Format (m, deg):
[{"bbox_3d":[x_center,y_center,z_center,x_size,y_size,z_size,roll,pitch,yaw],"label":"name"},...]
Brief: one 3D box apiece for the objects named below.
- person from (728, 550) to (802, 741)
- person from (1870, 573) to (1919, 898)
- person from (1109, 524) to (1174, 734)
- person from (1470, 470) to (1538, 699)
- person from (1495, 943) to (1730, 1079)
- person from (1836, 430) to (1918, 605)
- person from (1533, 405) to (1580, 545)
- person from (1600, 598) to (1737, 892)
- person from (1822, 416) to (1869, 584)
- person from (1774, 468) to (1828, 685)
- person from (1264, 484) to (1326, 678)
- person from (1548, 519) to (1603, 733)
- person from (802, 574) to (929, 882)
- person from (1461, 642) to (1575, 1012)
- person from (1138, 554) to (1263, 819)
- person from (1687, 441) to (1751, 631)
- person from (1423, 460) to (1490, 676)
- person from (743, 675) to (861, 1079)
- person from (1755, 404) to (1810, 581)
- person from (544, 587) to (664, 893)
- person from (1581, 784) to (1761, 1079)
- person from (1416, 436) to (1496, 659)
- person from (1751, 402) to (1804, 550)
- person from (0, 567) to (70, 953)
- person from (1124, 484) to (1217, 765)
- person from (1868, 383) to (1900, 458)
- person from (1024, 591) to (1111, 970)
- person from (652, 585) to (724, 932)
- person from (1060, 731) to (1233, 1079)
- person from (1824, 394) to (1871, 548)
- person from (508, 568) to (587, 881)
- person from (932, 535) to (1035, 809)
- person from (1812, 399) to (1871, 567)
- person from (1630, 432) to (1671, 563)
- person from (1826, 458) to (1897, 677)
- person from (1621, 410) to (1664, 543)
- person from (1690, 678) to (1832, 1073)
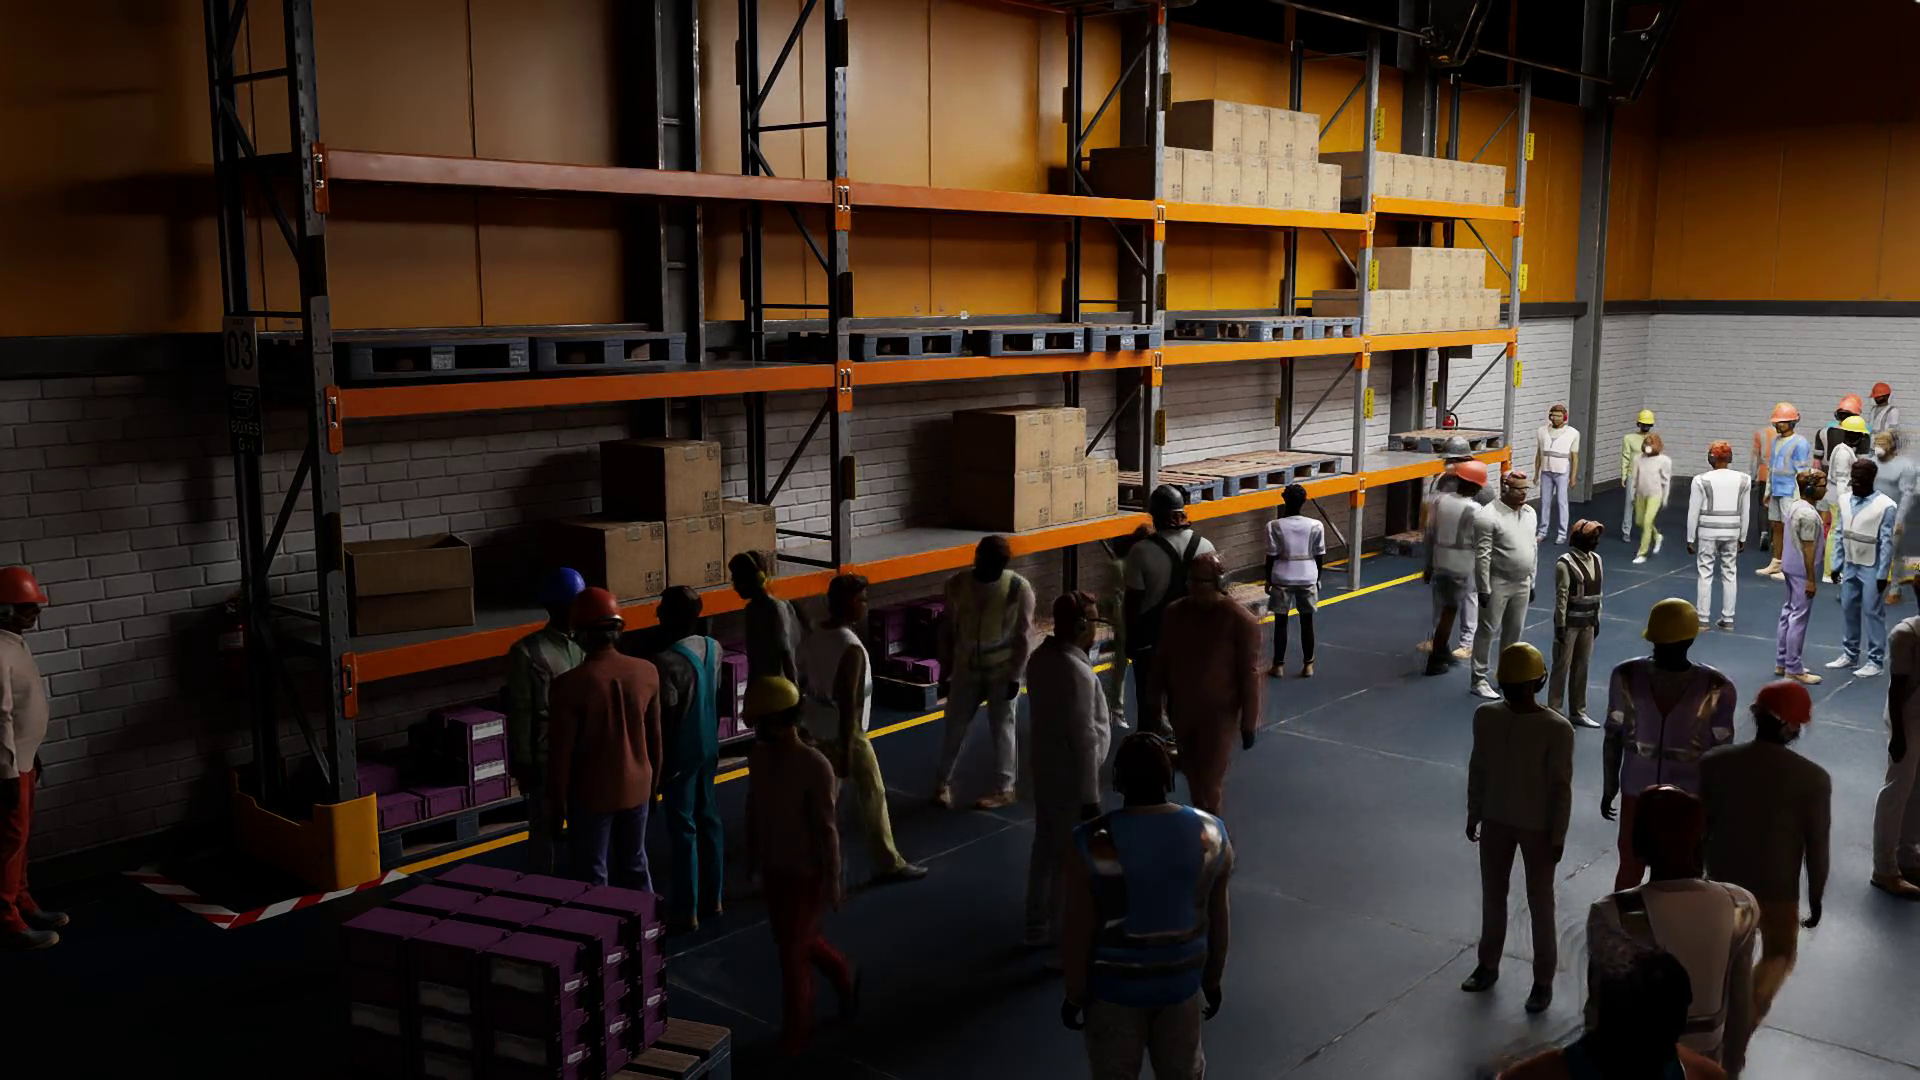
[{"bbox_3d":[-1.124,0.970,9.956,0.503,1.839,0.568,-5,10,-28],"label":"person"},{"bbox_3d":[5.384,1.066,9.330,0.507,1.847,0.343,-5,10,-30],"label":"person"},{"bbox_3d":[1.372,0.682,12.595,0.531,1.605,0.712,-4,10,-25],"label":"person"},{"bbox_3d":[4.518,0.362,13.720,0.643,1.899,0.397,-5,10,-27],"label":"person"},{"bbox_3d":[1.575,1.875,3.985,0.586,1.890,0.568,-2,9,-12],"label":"person"},{"bbox_3d":[9.668,-0.208,17.447,1.059,1.872,0.646,-6,11,-34],"label":"person"},{"bbox_3d":[7.816,-0.859,21.789,0.382,1.836,0.565,-9,12,-44],"label":"person"},{"bbox_3d":[3.423,1.220,8.095,0.585,1.921,0.383,5,10,31],"label":"person"},{"bbox_3d":[10.042,-0.451,18.885,0.397,1.920,0.586,5,10,29],"label":"person"},{"bbox_3d":[7.221,0.304,14.244,0.335,1.845,0.513,2,9,11],"label":"person"},{"bbox_3d":[2.882,0.358,14.378,0.533,1.696,0.318,0,9,0],"label":"person"},{"bbox_3d":[4.711,0.650,12.706,0.514,1.634,0.313,-6,11,-33],"label":"person"},{"bbox_3d":[-0.633,1.078,9.363,0.846,1.813,0.570,-5,10,-28],"label":"person"},{"bbox_3d":[2.627,1.339,7.866,0.350,1.758,0.522,-8,12,-42],"label":"person"},{"bbox_3d":[1.324,1.020,9.517,0.649,1.885,0.778,8,12,43],"label":"person"},{"bbox_3d":[7.434,-0.036,16.337,0.585,1.878,0.362,1,9,4],"label":"person"},{"bbox_3d":[4.358,0.244,14.450,0.685,1.895,0.576,-5,10,-30],"label":"person"},{"bbox_3d":[-0.693,1.428,7.361,0.537,1.734,0.752,8,12,41],"label":"person"},{"bbox_3d":[9.466,-0.550,19.164,0.408,2.035,0.611,-1,9,-7],"label":"person"},{"bbox_3d":[-1.707,1.209,7.967,0.630,1.983,0.420,-9,12,-44],"label":"person"},{"bbox_3d":[2.186,1.685,5.211,0.585,1.883,0.340,-2,9,-12],"label":"person"},{"bbox_3d":[4.487,0.061,15.183,0.536,2.000,0.688,-6,11,-34],"label":"person"},{"bbox_3d":[10.431,-0.816,21.267,0.608,1.901,0.763,5,10,27],"label":"person"},{"bbox_3d":[-4.845,1.120,8.557,0.413,1.986,0.607,-4,10,-22],"label":"person"},{"bbox_3d":[1.432,0.610,11.643,0.681,2.000,0.535,-3,9,-19],"label":"person"},{"bbox_3d":[13.767,-1.395,24.937,0.371,1.928,0.543,-2,9,-11],"label":"person"},{"bbox_3d":[0.557,1.193,8.352,0.395,1.901,0.647,-2,9,-15],"label":"person"},{"bbox_3d":[-1.457,1.145,8.822,0.342,1.846,0.509,5,10,28],"label":"person"},{"bbox_3d":[0.653,1.590,5.973,0.634,1.839,0.429,-2,9,-14],"label":"person"},{"bbox_3d":[11.383,-0.880,21.395,0.609,1.996,0.379,1,9,5],"label":"person"},{"bbox_3d":[-2.072,1.109,8.755,0.418,1.940,0.632,8,12,41],"label":"person"},{"bbox_3d":[0.153,0.855,10.825,0.660,1.810,0.439,2,9,14],"label":"person"},{"bbox_3d":[10.617,-0.688,20.064,0.615,2.031,0.403,7,12,40],"label":"person"},{"bbox_3d":[8.483,-0.531,20.387,0.656,1.611,0.499,-7,11,-37],"label":"person"},{"bbox_3d":[7.887,0.234,14.516,0.416,1.905,0.591,-2,9,-12],"label":"person"},{"bbox_3d":[8.952,-0.831,21.842,0.526,1.762,0.339,2,9,13],"label":"person"},{"bbox_3d":[3.423,1.451,7.200,0.584,1.731,0.580,-8,12,-43],"label":"person"}]
